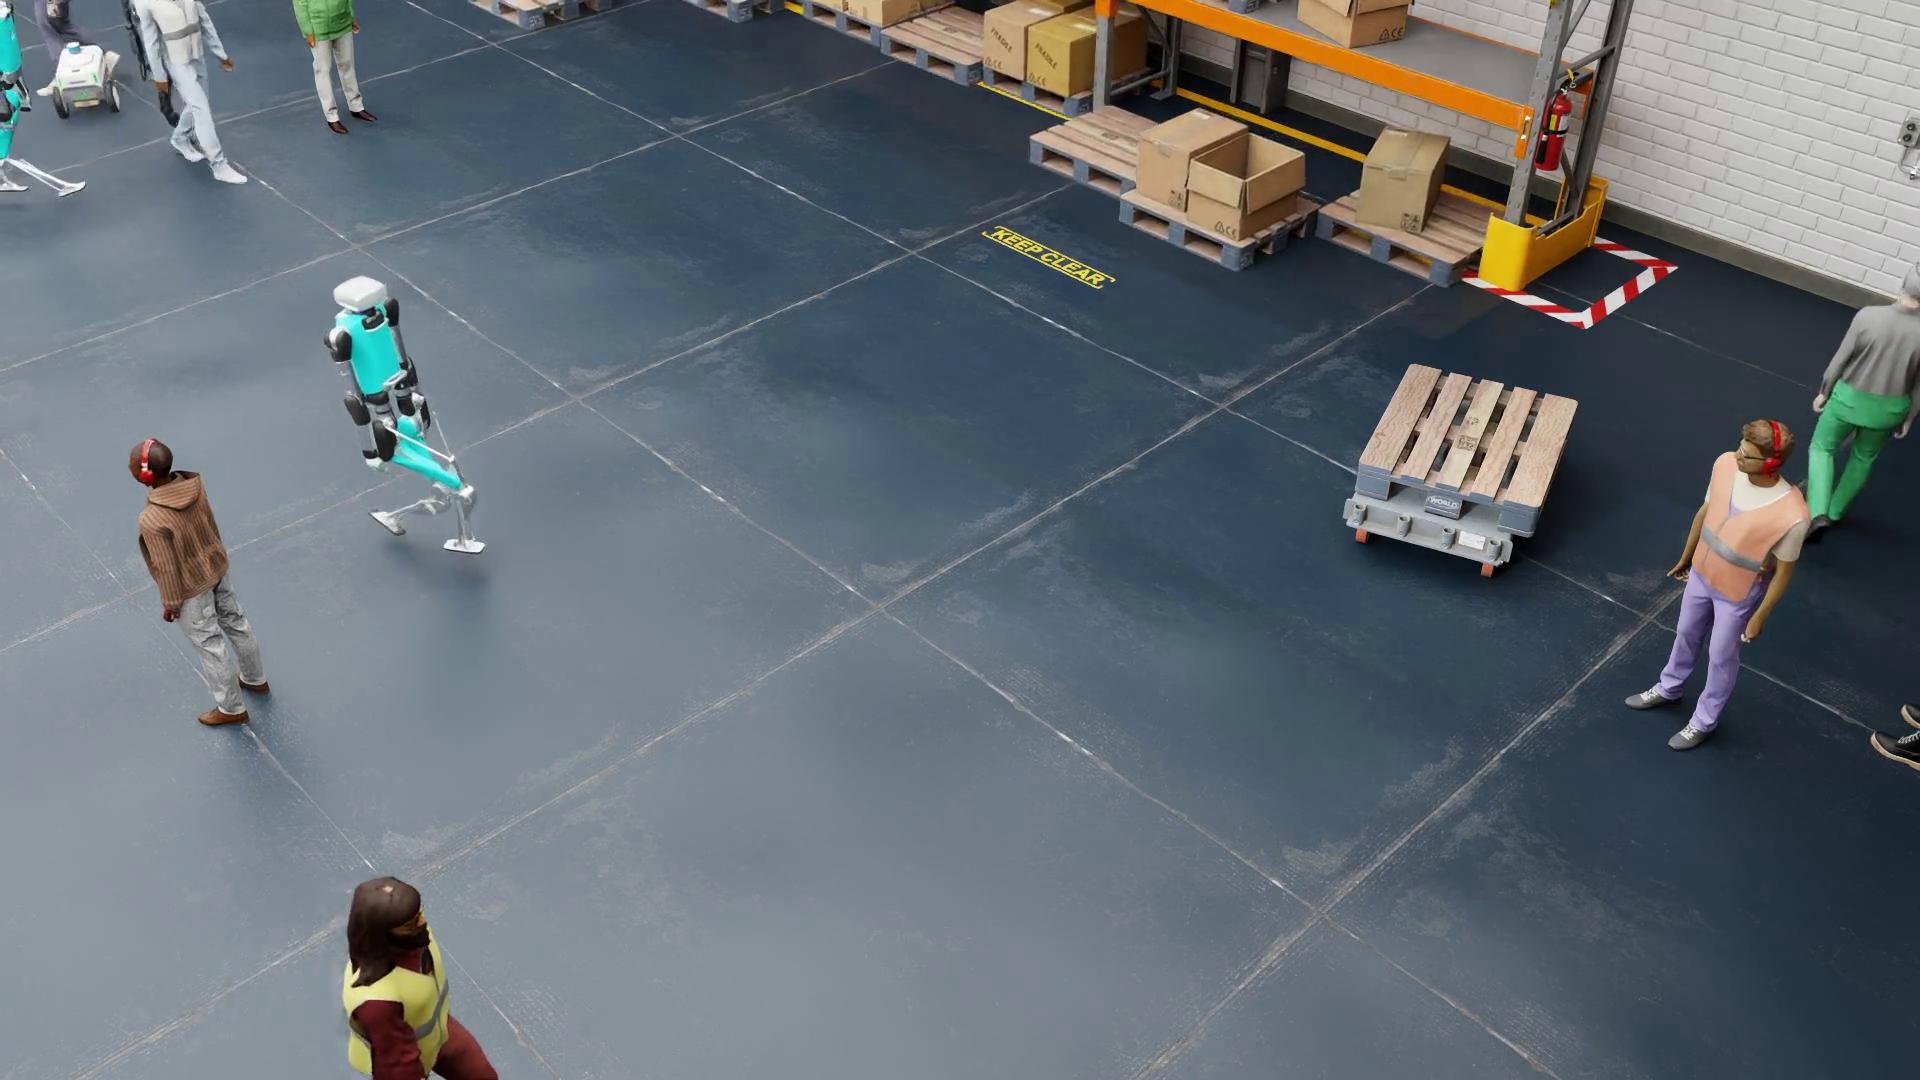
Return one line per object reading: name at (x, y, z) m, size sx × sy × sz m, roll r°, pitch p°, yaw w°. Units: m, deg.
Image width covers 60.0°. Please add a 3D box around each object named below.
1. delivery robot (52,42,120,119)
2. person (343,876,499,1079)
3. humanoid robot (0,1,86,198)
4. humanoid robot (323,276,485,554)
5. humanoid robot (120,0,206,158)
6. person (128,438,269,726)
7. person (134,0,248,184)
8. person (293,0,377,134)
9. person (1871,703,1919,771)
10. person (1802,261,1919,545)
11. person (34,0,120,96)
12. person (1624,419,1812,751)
delivery robot at (-7.746, -4.070, 14.700) m, size 0.499 × 0.614 × 0.796 m, roll -12°, pitch 39°, yaw -15°
person at (-1.848, 1.824, 5.910) m, size 0.918 × 1.719 × 0.500 m, roll 2°, pitch 37°, yaw 3°
humanoid robot at (-7.426, -3.381, 12.777) m, size 0.970 × 1.734 × 0.546 m, roll -4°, pitch 37°, yaw -6°
humanoid robot at (-2.975, -0.598, 9.114) m, size 1.028 × 1.741 × 0.559 m, roll 11°, pitch 39°, yaw 15°
humanoid robot at (-6.467, -3.929, 13.573) m, size 0.590 × 1.651 × 0.328 m, roll 10°, pitch 38°, yaw 14°
person at (-3.714, 0.205, 8.112) m, size 0.332 × 1.651 × 0.468 m, roll 7°, pitch 38°, yaw 9°
person at (-6.223, -3.830, 13.273) m, size 0.850 × 1.873 × 0.586 m, roll 11°, pitch 38°, yaw 14°
person at (-5.336, -4.362, 14.052) m, size 0.384 × 1.784 × 0.539 m, roll 23°, pitch 43°, yaw 27°
person at (4.802, 0.258, 7.786) m, size 0.609 × 1.961 × 0.365 m, roll -25°, pitch 44°, yaw -29°
person at (5.066, -0.761, 9.252) m, size 0.531 × 1.819 × 0.659 m, roll 13°, pitch 39°, yaw 17°
person at (-8.028, -4.886, 14.693) m, size 0.700 × 1.845 × 0.819 m, roll -16°, pitch 40°, yaw -20°
person at (3.673, 0.209, 7.950) m, size 0.372 × 1.840 × 0.568 m, roll -13°, pitch 39°, yaw -16°
